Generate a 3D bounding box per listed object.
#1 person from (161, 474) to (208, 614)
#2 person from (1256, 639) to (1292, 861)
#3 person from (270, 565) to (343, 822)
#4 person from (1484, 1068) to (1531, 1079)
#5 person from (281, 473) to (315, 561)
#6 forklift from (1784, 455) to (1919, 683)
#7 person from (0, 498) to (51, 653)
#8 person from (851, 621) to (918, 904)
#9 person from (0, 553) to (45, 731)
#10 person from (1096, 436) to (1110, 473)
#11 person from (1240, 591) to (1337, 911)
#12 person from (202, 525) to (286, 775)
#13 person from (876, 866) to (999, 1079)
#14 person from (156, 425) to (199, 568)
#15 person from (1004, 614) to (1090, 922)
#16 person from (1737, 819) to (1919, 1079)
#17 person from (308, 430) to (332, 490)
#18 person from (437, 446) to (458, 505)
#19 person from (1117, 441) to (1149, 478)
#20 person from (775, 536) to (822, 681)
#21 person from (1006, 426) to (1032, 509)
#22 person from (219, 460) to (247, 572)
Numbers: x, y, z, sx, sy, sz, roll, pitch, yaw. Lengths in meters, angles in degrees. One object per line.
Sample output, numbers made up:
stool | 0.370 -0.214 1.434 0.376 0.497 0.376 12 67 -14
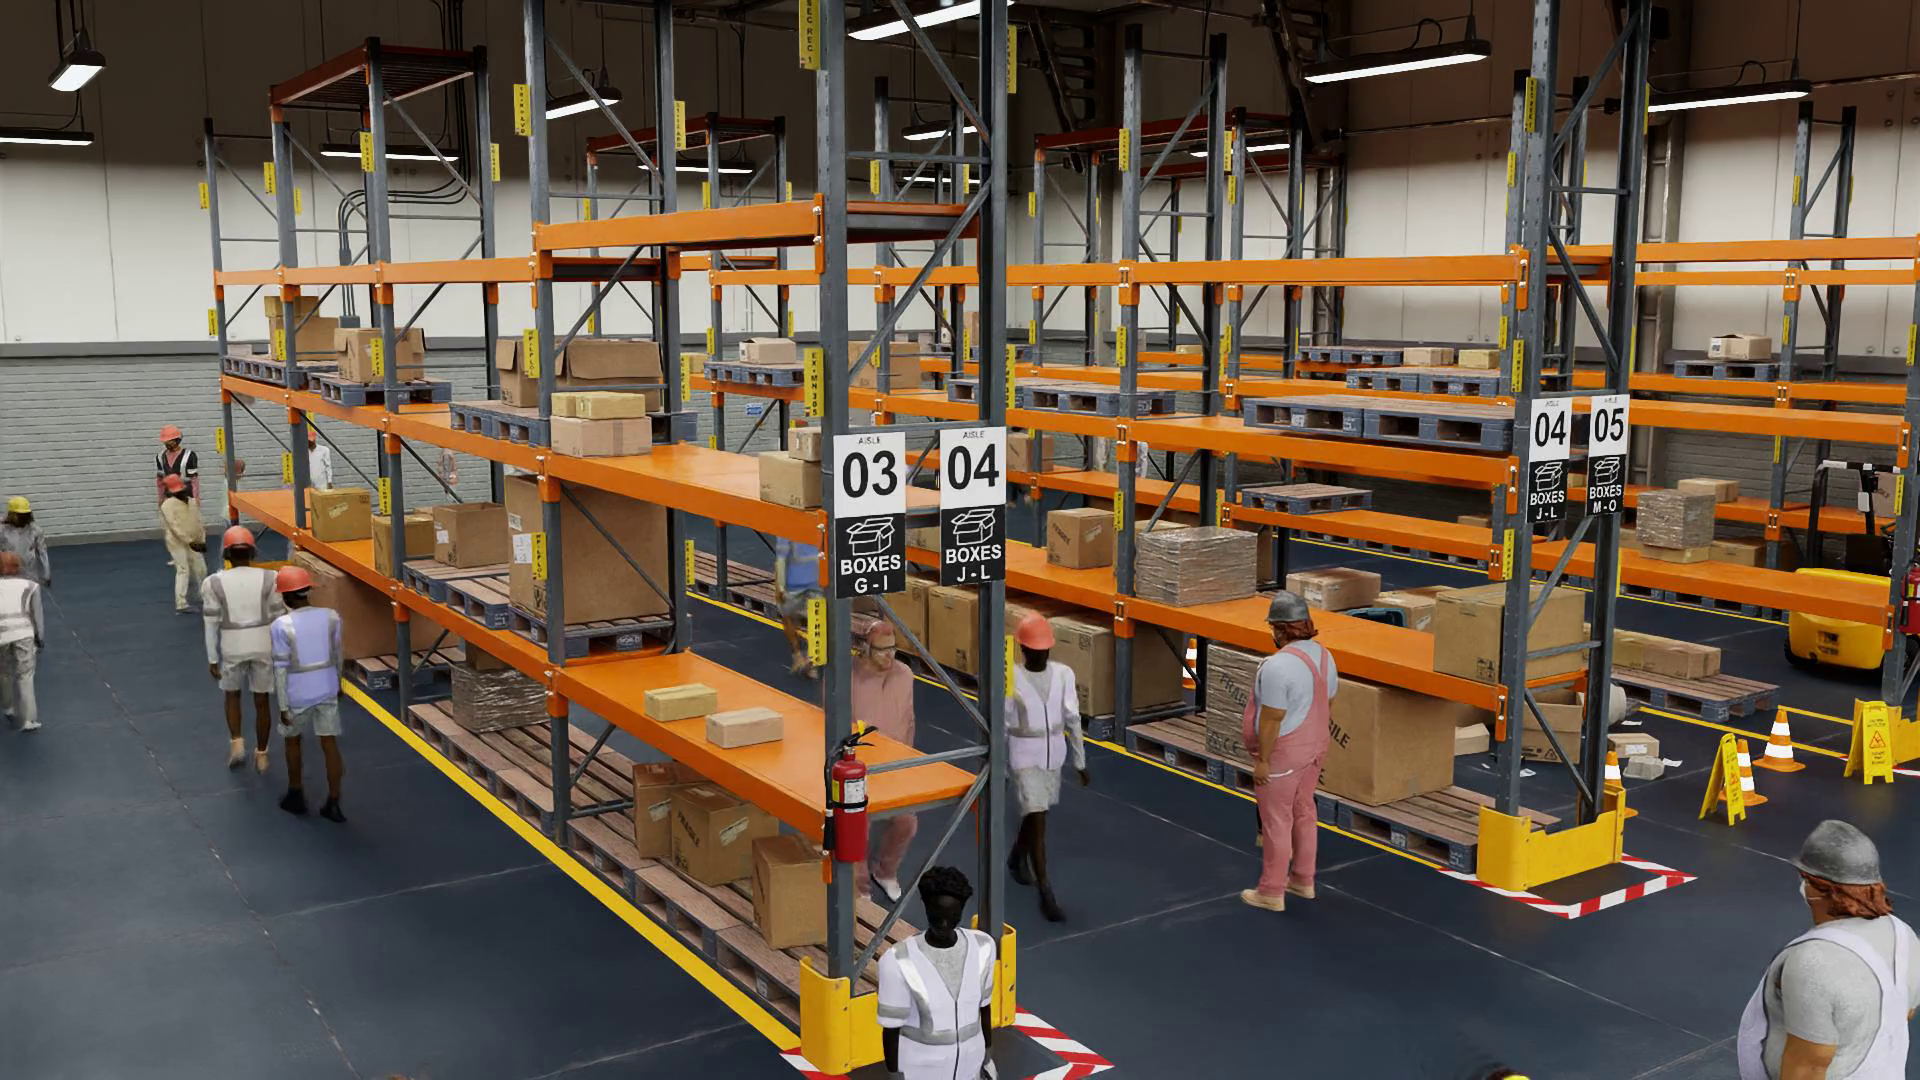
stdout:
person | -9.326 0.041 20.164 0.458 1.717 0.591 3 9 17
person | 2.222 1.366 11.445 0.323 1.686 0.538 -3 9 -19
person | -4.864 1.117 12.364 0.584 1.906 0.809 -8 12 -42
person | 1.497 2.326 4.651 0.536 1.803 1.017 -4 9 -22
person | -9.237 -0.380 23.313 0.692 1.617 0.526 8 12 43
forklift | 9.643 0.253 17.172 2.313 2.155 1.214 -6 10 -33
person | -9.969 0.406 17.756 0.799 1.708 0.496 8 11 42
person | -0.535 1.429 10.373 0.667 1.891 0.432 -5 10 -32
person | -8.526 0.900 14.966 0.528 1.550 0.975 -5 10 -28
person | 2.640 -1.470 30.503 0.276 1.631 0.507 0 9 3
person | 2.069 1.314 10.612 0.535 2.000 0.686 8 12 43
person | -5.773 0.894 13.479 0.624 2.026 0.488 -4 9 -23
person | -0.084 2.093 6.560 0.532 1.697 0.322 -5 10 -30
person | -11.052 -0.614 23.491 0.613 2.033 0.412 1 9 8
person | 0.481 1.386 10.648 0.559 1.899 0.979 -4 9 -24
person | 3.102 2.001 6.039 0.688 2.000 0.536 -5 10 -32
person | -10.344 -0.938 26.607 0.575 1.739 0.348 -3 9 -21
person | -8.214 -0.892 26.677 0.318 1.631 0.514 -3 9 -18
person | 2.824 -1.105 27.439 0.604 1.826 0.403 8 12 44
person | -1.584 0.414 16.669 0.617 2.029 0.476 -5 10 -32
person | 1.047 -1.359 29.611 0.651 1.673 0.538 8 11 41
person | -9.923 -0.307 22.828 0.592 1.593 0.604 -4 9 -25
